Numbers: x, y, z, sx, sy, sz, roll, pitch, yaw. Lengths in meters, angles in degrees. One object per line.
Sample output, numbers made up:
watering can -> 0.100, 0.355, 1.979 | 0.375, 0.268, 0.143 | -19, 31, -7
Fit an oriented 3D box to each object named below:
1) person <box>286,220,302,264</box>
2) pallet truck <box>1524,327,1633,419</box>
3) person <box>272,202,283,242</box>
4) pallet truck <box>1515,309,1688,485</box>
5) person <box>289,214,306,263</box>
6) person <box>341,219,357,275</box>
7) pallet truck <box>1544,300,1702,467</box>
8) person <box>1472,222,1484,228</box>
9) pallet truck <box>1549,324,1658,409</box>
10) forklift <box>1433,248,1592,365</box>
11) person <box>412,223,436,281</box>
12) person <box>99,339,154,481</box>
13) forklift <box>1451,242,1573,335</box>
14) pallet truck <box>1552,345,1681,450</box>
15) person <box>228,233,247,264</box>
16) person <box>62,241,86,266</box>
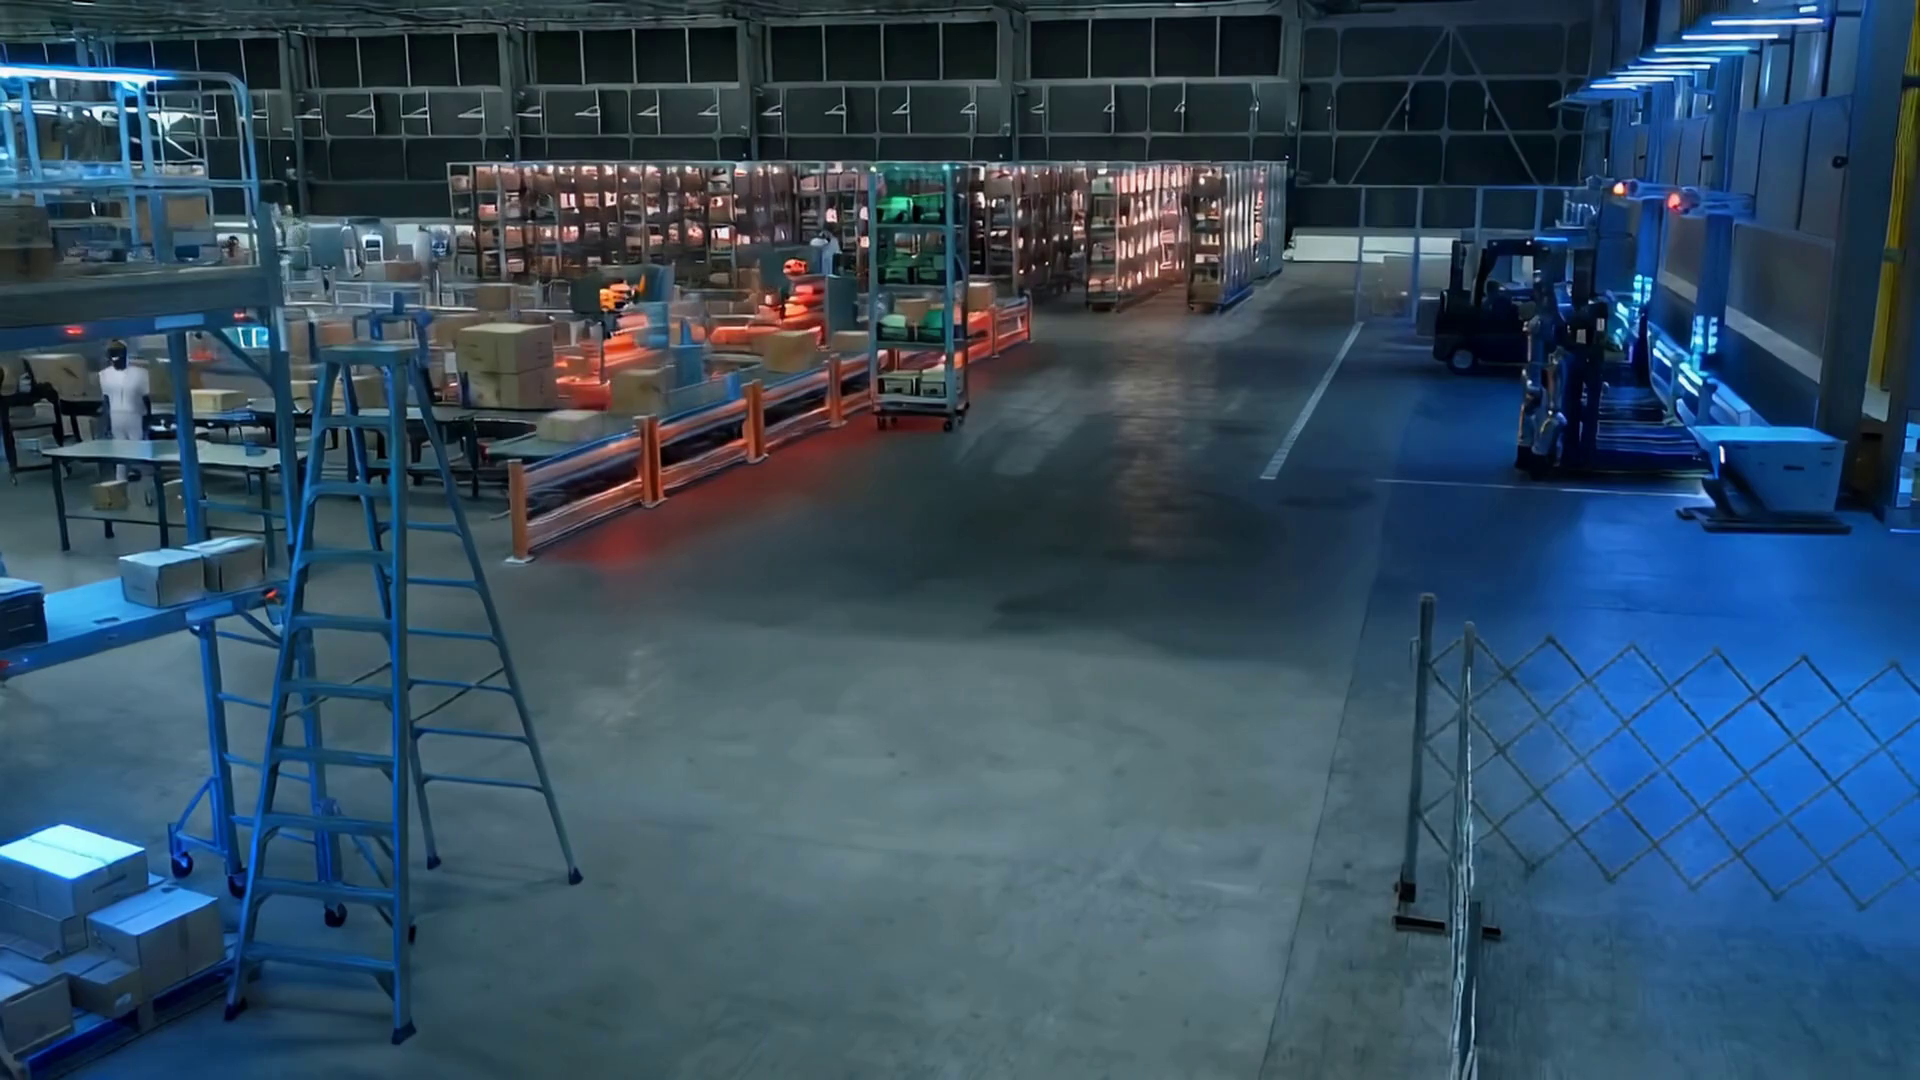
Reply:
person -> -20.413, -8.902, 51.031 | 0.641, 1.829, 0.575 | 2, 13, 9
pallet truck -> 9.065, -2.460, 24.370 | 1.522, 1.261, 0.704 | 3, 13, 14
person -> -26.838, -12.310, 65.497 | 0.545, 1.942, 0.349 | 12, 18, 43
pallet truck -> 7.554, -1.677, 19.446 | 1.885, 1.965, 0.823 | 3, 13, 14
person -> -23.459, -10.694, 58.960 | 0.512, 1.722, 0.636 | -10, 17, -38
person -> -19.502, -9.339, 53.071 | 0.330, 1.751, 0.564 | 8, 15, 32
pallet truck -> 8.263, -1.952, 20.631 | 1.885, 1.965, 0.823 | 5, 14, 20
person -> 14.275, -7.838, 46.060 | 0.378, 1.996, 0.611 | 6, 14, 24
pallet truck -> 9.824, -2.669, 25.407 | 1.601, 1.201, 0.680 | 4, 14, 16
forklift -> 9.780, -4.111, 29.280 | 2.680, 1.987, 1.157 | 3, 13, 14
person -> -15.223, -8.047, 47.201 | 0.685, 1.879, 0.773 | -6, 15, -26
person -> -8.849, -1.206, 17.705 | 0.517, 1.864, 0.334 | -2, 13, -9
forklift -> 10.464, -4.597, 31.405 | 2.680, 1.987, 1.157 | 4, 14, 16
pallet truck -> 8.641, -1.896, 21.908 | 1.630, 1.274, 0.653 | 4, 14, 16
person -> -19.266, -7.338, 44.360 | 0.480, 1.793, 0.625 | -12, 18, -43
person -> -19.538, -5.681, 36.910 | 0.617, 1.914, 0.640 | 5, 14, 22
